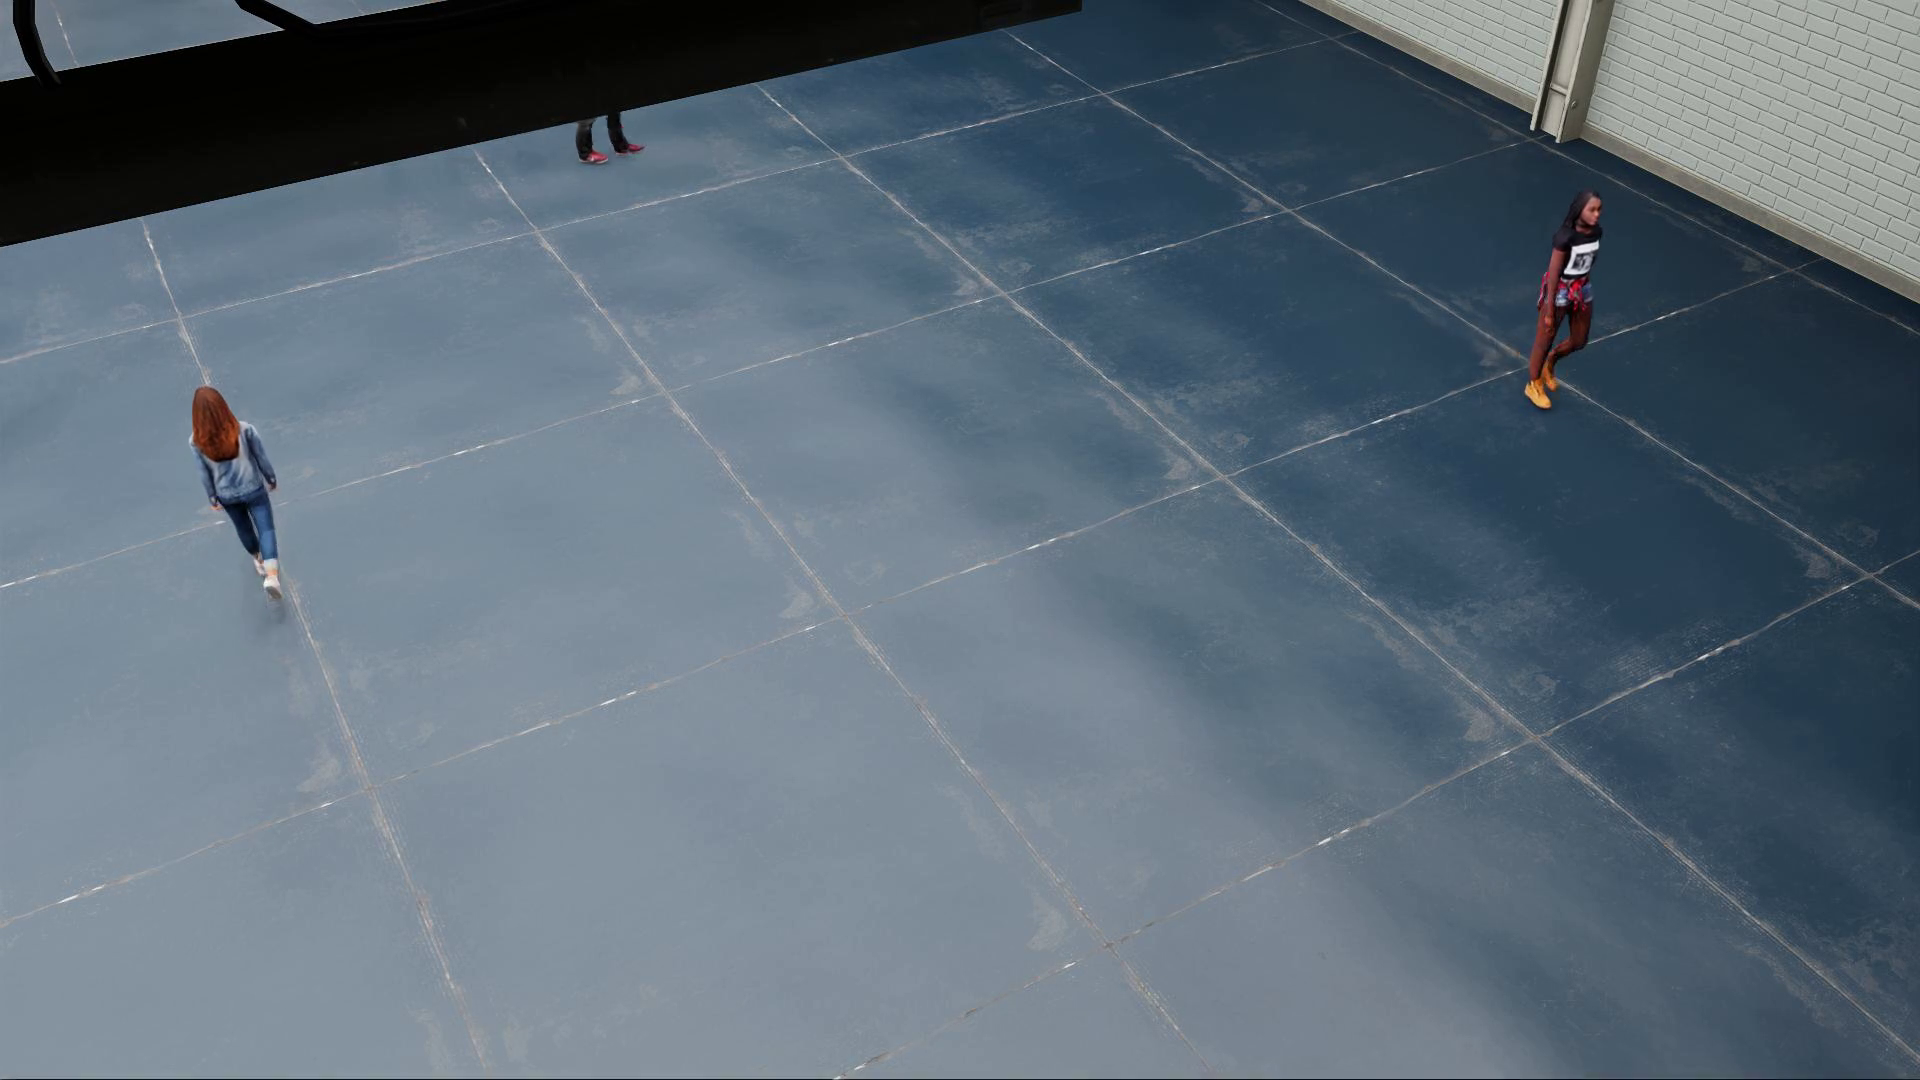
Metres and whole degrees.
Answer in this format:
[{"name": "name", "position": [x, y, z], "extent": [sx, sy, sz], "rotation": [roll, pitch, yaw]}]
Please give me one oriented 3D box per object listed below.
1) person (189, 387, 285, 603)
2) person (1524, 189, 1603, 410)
[{"name": "person", "position": [-4.474, -0.273, 10.346], "extent": [0.683, 1.462, 0.945], "rotation": [-12, 40, -15]}, {"name": "person", "position": [4.309, -1.769, 12.055], "extent": [0.626, 1.713, 0.693], "rotation": [-16, 41, -20]}]
